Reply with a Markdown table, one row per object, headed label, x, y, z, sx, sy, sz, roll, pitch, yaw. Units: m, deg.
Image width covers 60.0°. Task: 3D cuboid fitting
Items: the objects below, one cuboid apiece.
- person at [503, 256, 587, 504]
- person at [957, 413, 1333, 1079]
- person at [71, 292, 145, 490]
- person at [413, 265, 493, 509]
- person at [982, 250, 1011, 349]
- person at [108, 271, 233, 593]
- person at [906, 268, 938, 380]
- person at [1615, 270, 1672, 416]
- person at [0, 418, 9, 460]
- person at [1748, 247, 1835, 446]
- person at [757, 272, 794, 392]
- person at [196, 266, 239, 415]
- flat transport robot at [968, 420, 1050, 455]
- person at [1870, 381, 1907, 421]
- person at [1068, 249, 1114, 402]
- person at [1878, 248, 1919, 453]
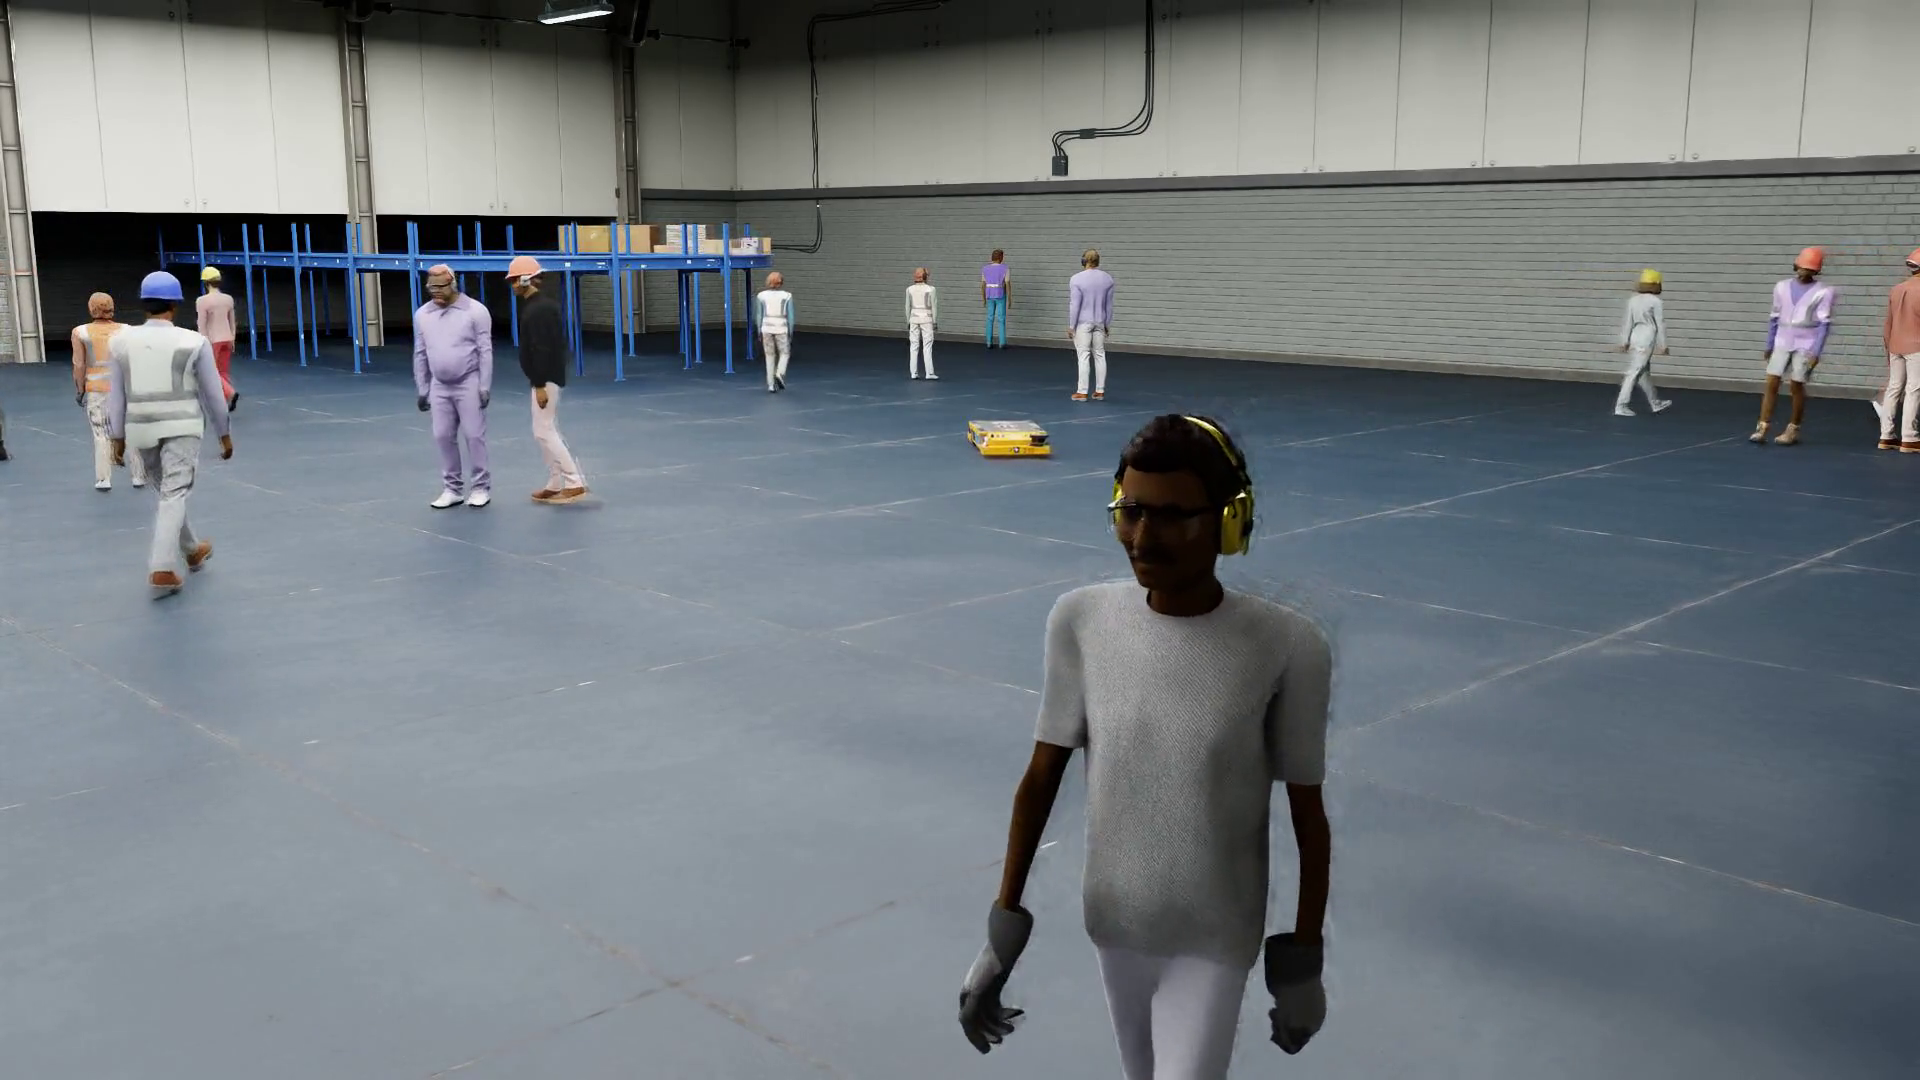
| label | x | y | z | sx | sy | sz | roll | pitch | yaw |
| --- | --- | --- | --- | --- | --- | --- | --- | --- | --- |
| person | -3.292 | -1.257 | 13.143 | 0.570 | 1.958 | 0.647 | -2 | 11 | -10 |
| person | 0.300 | 0.704 | 2.782 | 0.537 | 1.827 | 0.964 | 7 | 12 | 33 |
| person | -7.087 | -1.236 | 13.861 | 0.520 | 1.639 | 0.312 | -7 | 12 | -34 |
| person | -3.936 | -1.184 | 12.917 | 0.667 | 1.886 | 0.401 | 3 | 11 | 14 |
| person | 0.682 | -4.507 | 31.158 | 0.569 | 1.835 | 0.398 | 5 | 11 | 24 |
| person | -4.755 | -0.669 | 10.076 | 0.644 | 1.888 | 1.019 | 0 | 10 | -1 |
| person | -0.560 | -3.173 | 24.431 | 0.513 | 1.637 | 0.313 | 5 | 12 | 26 |
| person | 8.125 | -2.319 | 19.602 | 0.915 | 1.689 | 0.499 | -4 | 11 | -19 |
| person | -9.487 | -1.693 | 15.662 | 0.923 | 1.899 | 0.550 | 1 | 10 | 8 |
| person | 8.273 | -1.916 | 16.626 | 0.863 | 1.985 | 0.693 | -8 | 13 | -37 |
| person | -2.494 | -2.799 | 22.437 | 0.519 | 1.627 | 0.407 | 1 | 10 | 8 |
| person | -8.656 | -2.319 | 19.468 | 0.554 | 1.752 | 0.530 | 5 | 12 | 27 |
| flat transport robot | 0.472 | -1.035 | 16.617 | 0.652 | 0.197 | 1.431 | -1 | 10 | -5 |
| person | 10.648 | -2.187 | 18.402 | 0.871 | 1.882 | 0.657 | 4 | 11 | 21 |
| person | 1.666 | -2.754 | 21.323 | 0.635 | 1.938 | 0.359 | -5 | 12 | -27 |
| person | 9.363 | -1.868 | 16.339 | 0.391 | 1.992 | 0.623 | -2 | 11 | -12 |
